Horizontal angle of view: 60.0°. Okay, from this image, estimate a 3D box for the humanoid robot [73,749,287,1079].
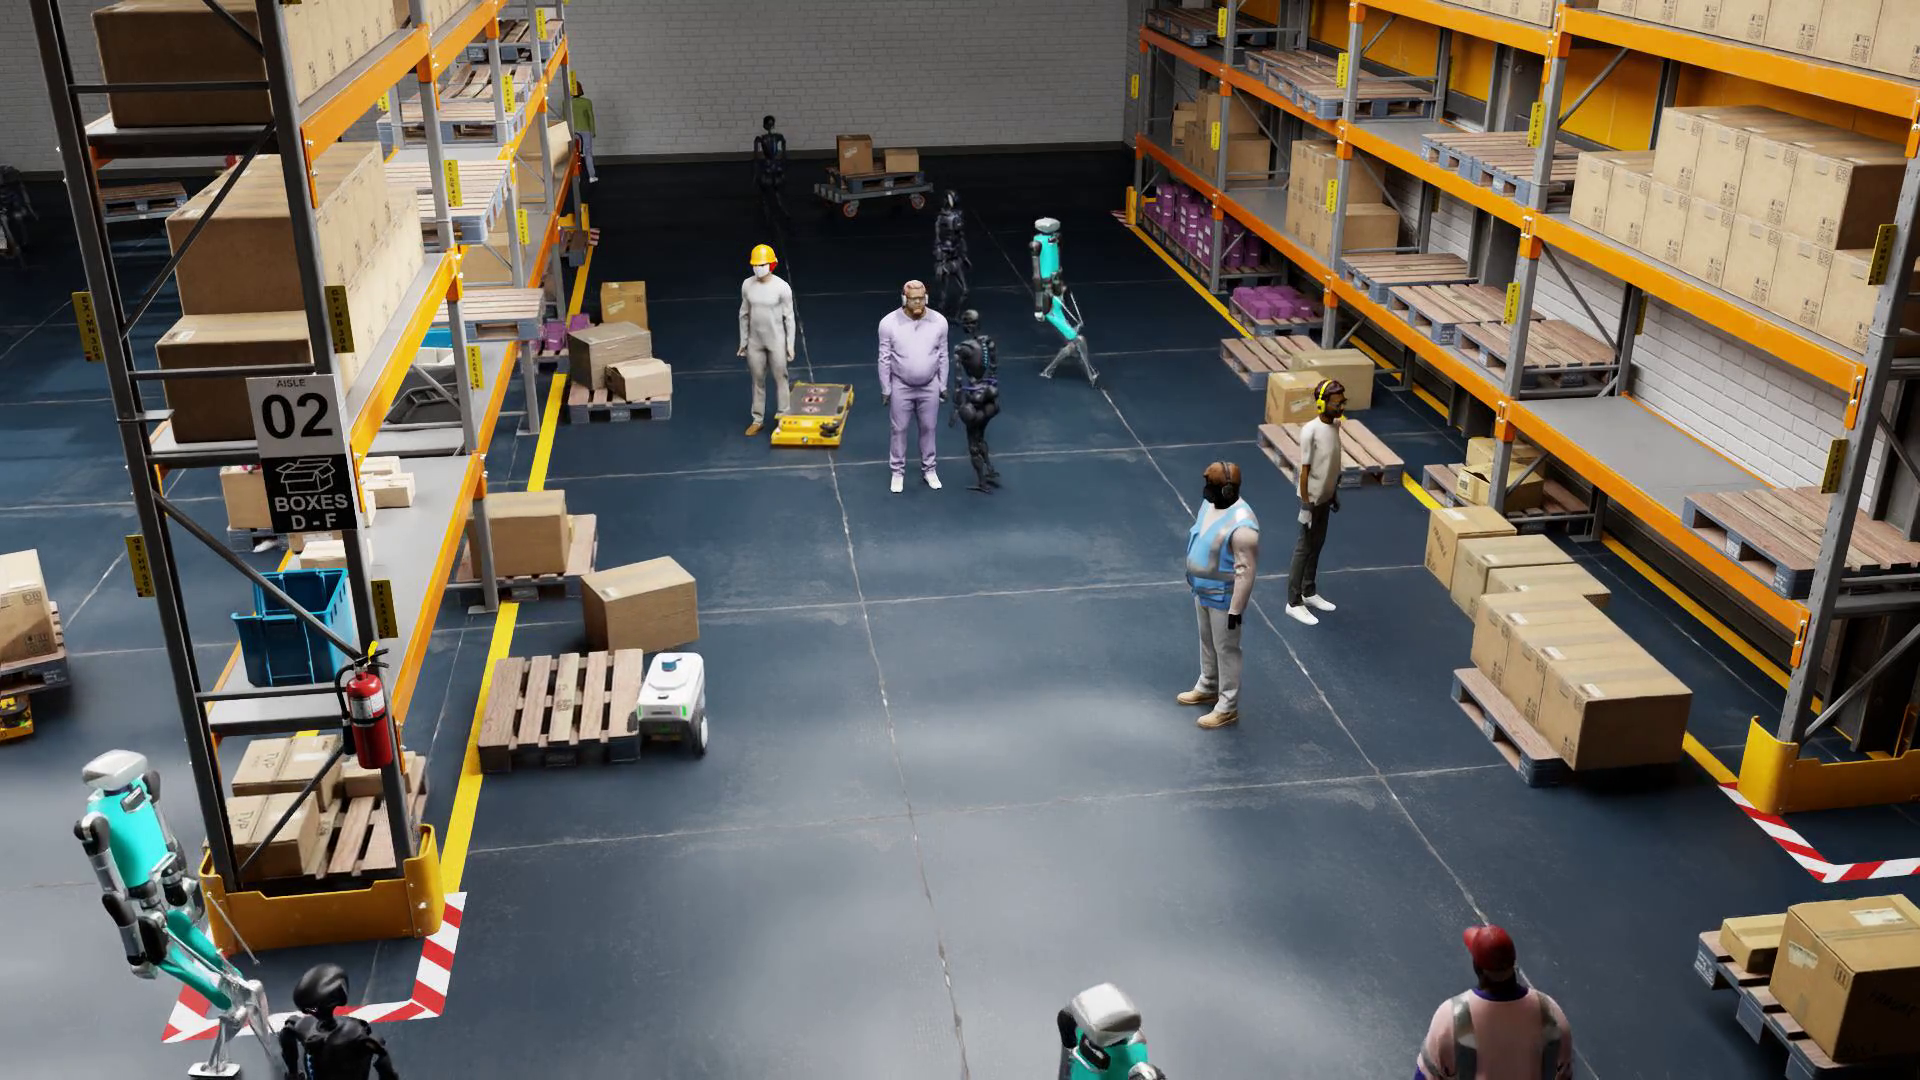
[{"bbox_3d":[-3.521,1.853,7.765,0.825,1.875,0.550,2,24,5],"label":"humanoid robot"}]

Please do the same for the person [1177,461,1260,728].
[{"bbox_3d":[1.690,0.349,10.928,0.429,1.841,0.632,-7,25,-15],"label":"person"}]

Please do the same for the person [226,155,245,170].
[{"bbox_3d":[-9.827,-4.999,23.135,0.433,1.824,0.663,21,31,40],"label":"person"}]

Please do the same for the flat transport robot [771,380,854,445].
[{"bbox_3d":[-1.454,-1.270,16.572,0.659,0.231,1.431,1,24,2],"label":"flat transport robot"}]

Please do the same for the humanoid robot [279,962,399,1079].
[{"bbox_3d":[-2.379,2.354,6.582,0.600,1.641,0.594,8,25,18],"label":"humanoid robot"}]

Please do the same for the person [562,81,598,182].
[{"bbox_3d":[-6.198,-6.664,27.156,0.496,1.636,0.284,-1,24,-3],"label":"person"}]

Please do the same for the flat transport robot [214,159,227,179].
[{"bbox_3d":[-10.425,-5.016,25.106,0.659,0.231,1.431,-20,30,-37],"label":"flat transport robot"}]

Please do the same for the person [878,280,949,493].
[{"bbox_3d":[-0.400,-1.358,14.732,0.641,1.913,0.414,-6,24,-13],"label":"person"}]

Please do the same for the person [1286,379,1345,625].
[{"bbox_3d":[2.680,-0.299,12.366,0.328,1.873,0.517,18,29,35],"label":"person"}]

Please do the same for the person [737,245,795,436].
[{"bbox_3d":[-1.860,-1.910,16.008,0.570,1.897,0.364,6,24,13],"label":"person"}]

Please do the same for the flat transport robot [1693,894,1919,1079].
[{"bbox_3d":[4.366,2.393,8.225,0.659,0.231,1.431,-3,24,-7],"label":"flat transport robot"}]

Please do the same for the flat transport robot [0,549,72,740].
[{"bbox_3d":[-6.743,1.022,11.351,0.659,0.231,1.431,-13,27,-27],"label":"flat transport robot"}]

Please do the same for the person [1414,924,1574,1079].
[{"bbox_3d":[2.106,2.302,6.609,0.647,1.731,0.498,-1,24,-1],"label":"person"}]

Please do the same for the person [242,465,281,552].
[{"bbox_3d":[-5.835,-0.701,13.574,0.276,1.631,0.506,-15,28,-30],"label":"person"}]

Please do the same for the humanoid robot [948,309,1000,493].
[{"bbox_3d":[0.157,-1.227,14.728,0.375,1.644,0.604,19,30,37],"label":"humanoid robot"}]

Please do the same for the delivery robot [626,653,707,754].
[{"bbox_3d":[-1.898,1.063,10.924,0.499,0.614,0.803,0,24,0],"label":"delivery robot"}]

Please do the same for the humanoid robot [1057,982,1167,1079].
[{"bbox_3d":[0.316,2.514,6.146,0.794,1.796,0.532,-15,28,-30],"label":"humanoid robot"}]

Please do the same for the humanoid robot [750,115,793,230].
[{"bbox_3d":[-2.696,-5.264,23.938,0.583,1.642,0.574,-18,29,-35],"label":"humanoid robot"}]

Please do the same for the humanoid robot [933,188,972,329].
[{"bbox_3d":[-0.116,-3.273,19.384,0.401,1.643,0.588,16,28,31],"label":"humanoid robot"}]

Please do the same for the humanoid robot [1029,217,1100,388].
[{"bbox_3d":[1.193,-2.465,17.498,0.934,1.771,0.544,14,27,29],"label":"humanoid robot"}]

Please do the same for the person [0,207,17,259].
[{"bbox_3d":[-13.079,-4.652,22.234,0.630,1.911,0.701,6,24,14],"label":"person"}]

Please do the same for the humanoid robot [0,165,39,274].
[{"bbox_3d":[-12.529,-4.362,21.924,0.643,1.640,0.644,-12,26,-26],"label":"humanoid robot"}]
